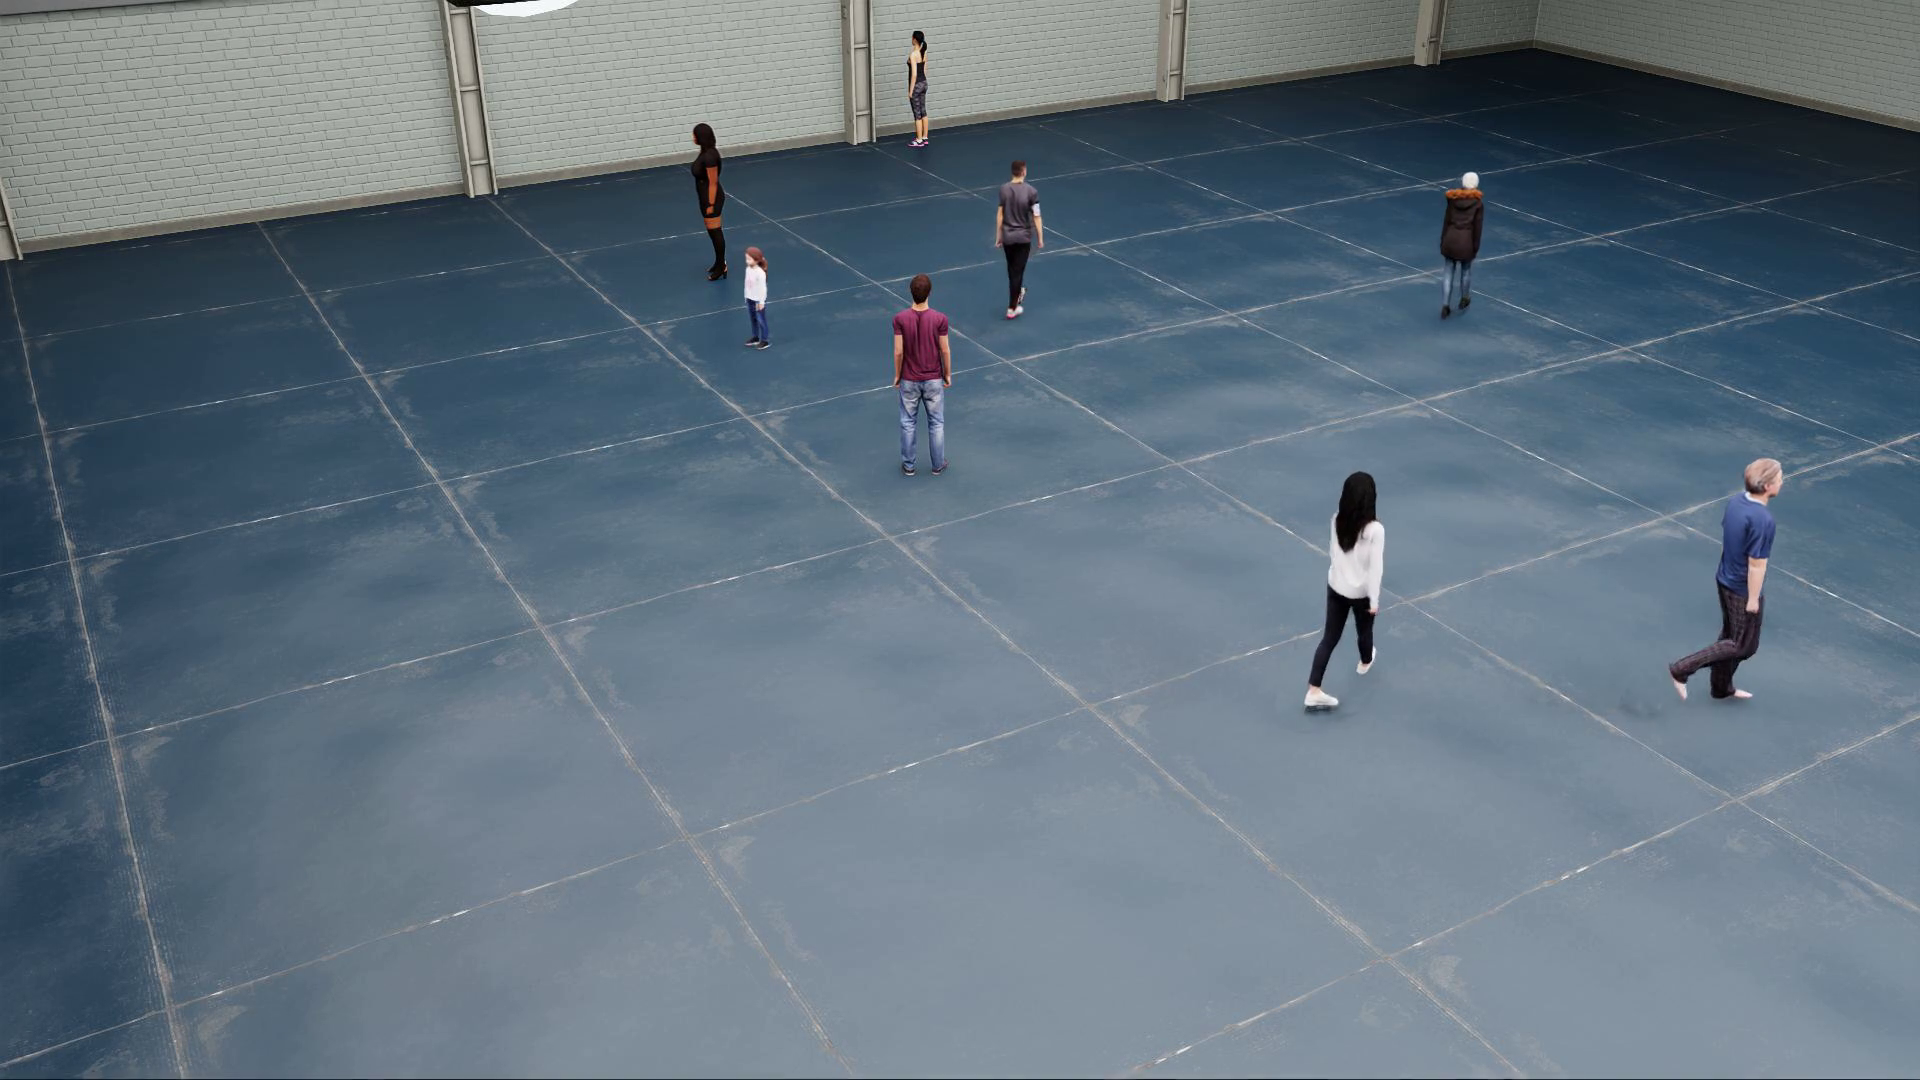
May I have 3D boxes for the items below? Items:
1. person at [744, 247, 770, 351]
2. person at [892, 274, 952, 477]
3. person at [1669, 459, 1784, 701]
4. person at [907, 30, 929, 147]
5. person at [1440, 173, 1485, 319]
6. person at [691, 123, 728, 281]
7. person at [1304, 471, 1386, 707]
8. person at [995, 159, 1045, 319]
[{"bbox_3d":[-2.183,-2.603,17.799,0.523,1.112,0.494,-24,36,-39],"label":"person"},{"bbox_3d":[-0.341,-1.462,14.775,0.676,1.853,0.804,0,27,0],"label":"person"},{"bbox_3d":[5.232,0.323,11.303,1.028,1.858,0.921,1,27,2],"label":"person"},{"bbox_3d":[-0.636,-6.937,25.543,0.721,1.729,0.621,15,31,27],"label":"person"},{"bbox_3d":[5.548,-3.267,18.541,0.865,1.614,0.979,13,30,24],"label":"person"},{"bbox_3d":[-2.957,-4.026,19.755,0.724,1.852,0.733,-4,28,-8],"label":"person"},{"bbox_3d":[2.638,0.394,11.398,1.156,1.644,0.855,-19,33,-32],"label":"person"},{"bbox_3d":[0.594,-3.324,18.516,0.968,1.739,1.094,12,30,22],"label":"person"}]
